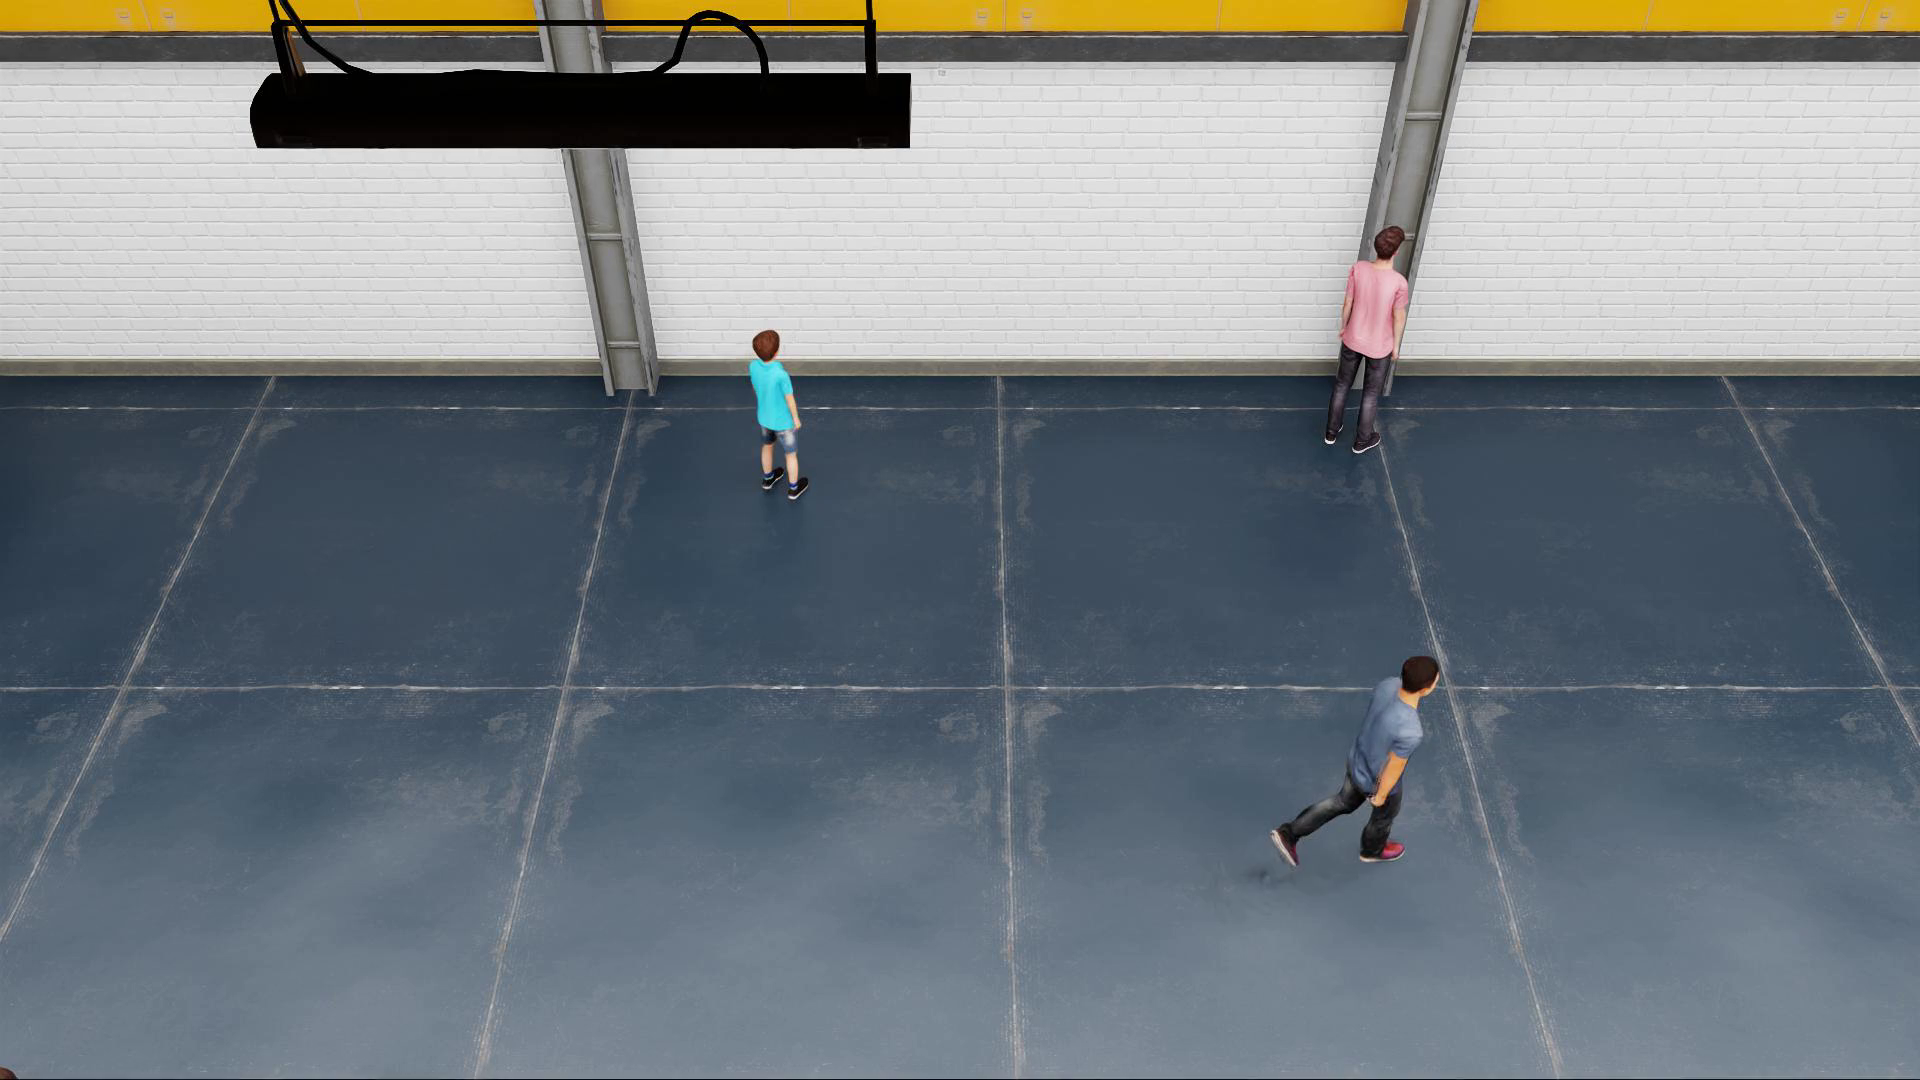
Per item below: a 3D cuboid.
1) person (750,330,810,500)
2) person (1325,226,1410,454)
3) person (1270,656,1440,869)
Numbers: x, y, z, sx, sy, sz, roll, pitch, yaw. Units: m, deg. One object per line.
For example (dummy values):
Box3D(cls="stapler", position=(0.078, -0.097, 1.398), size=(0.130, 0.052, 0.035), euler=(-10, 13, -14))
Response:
Box3D(cls="person", position=(-1.381, -0.927, 12.261), size=(0.584, 1.446, 0.672), euler=(25, 49, 24))
Box3D(cls="person", position=(3.058, -1.495, 12.487), size=(0.667, 1.958, 0.775), euler=(24, 49, 23))
Box3D(cls="person", position=(2.306, 1.360, 9.632), size=(1.142, 1.761, 0.812), euler=(-7, 44, -7))
